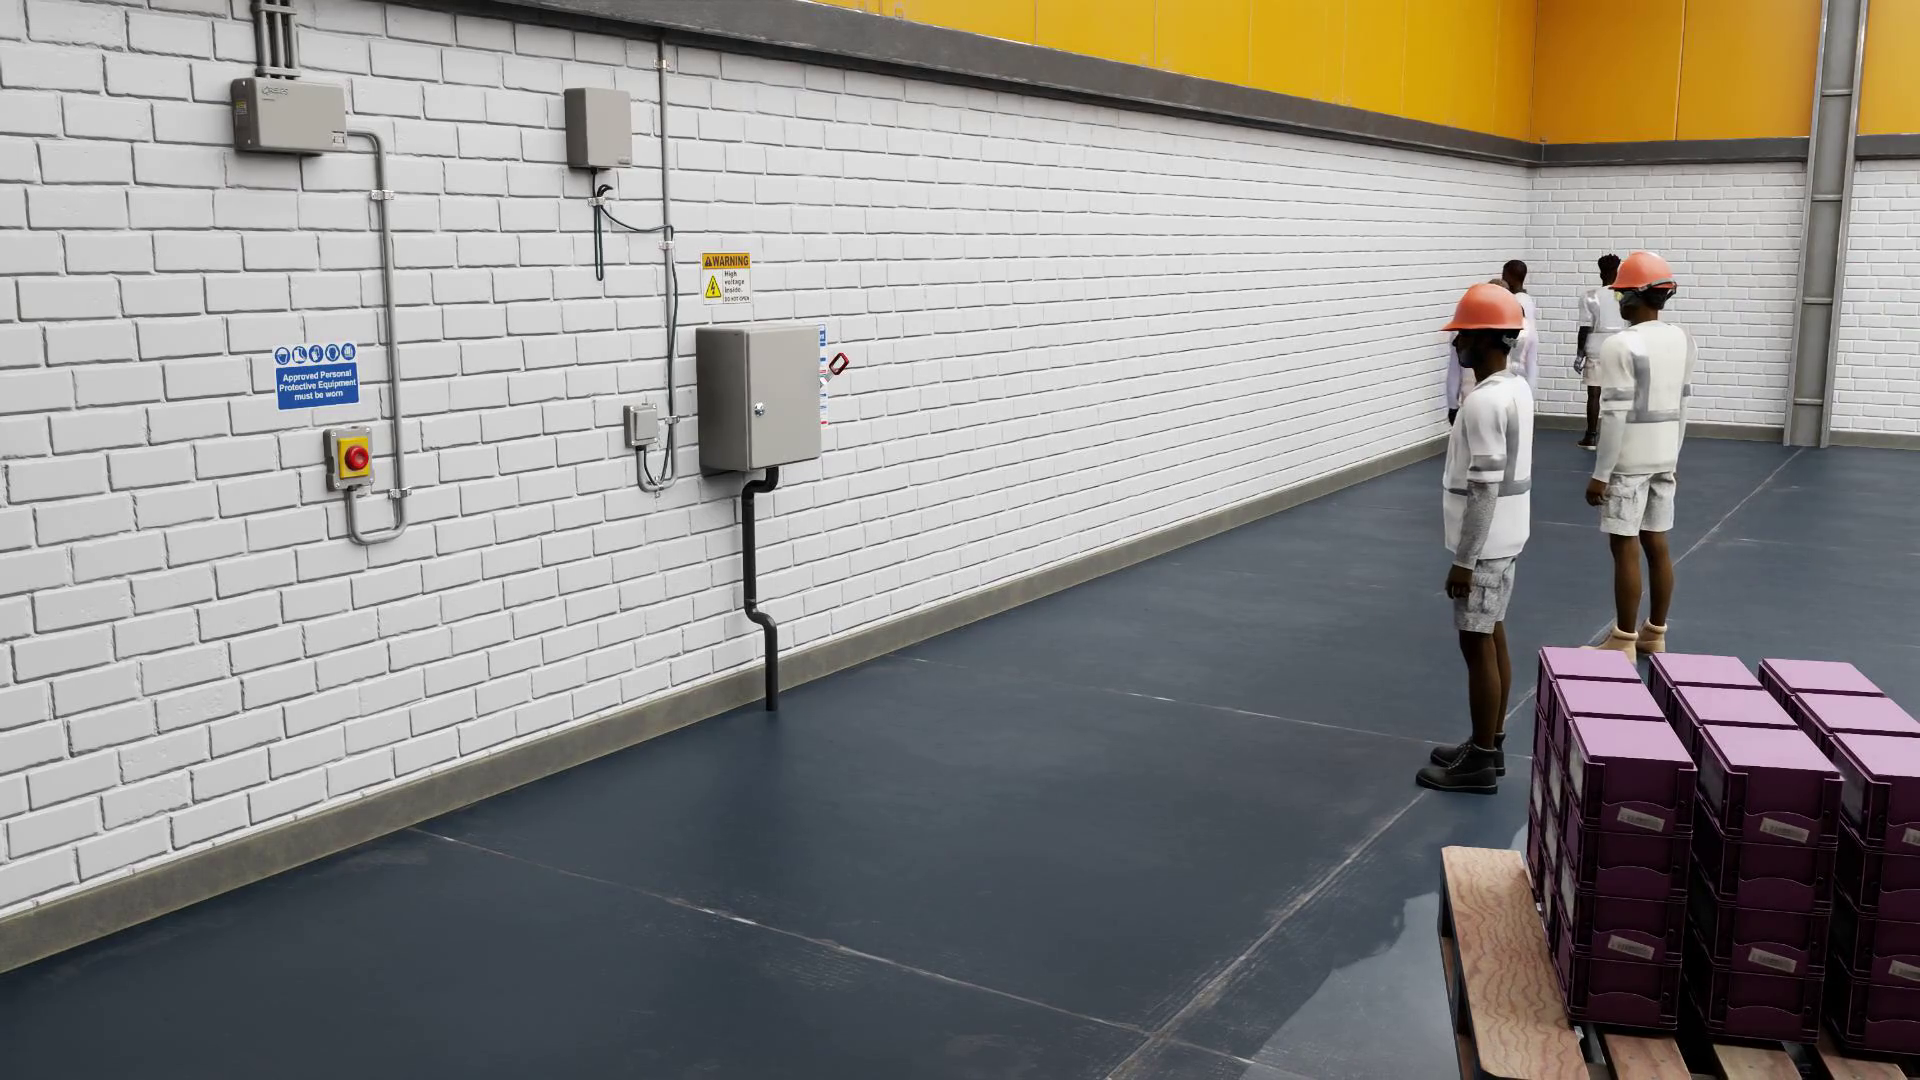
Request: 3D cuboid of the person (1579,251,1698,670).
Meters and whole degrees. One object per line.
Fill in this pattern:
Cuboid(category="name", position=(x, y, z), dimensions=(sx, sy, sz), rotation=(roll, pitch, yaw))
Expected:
Cuboid(category="person", position=(3.307, -0.382, 8.177), dimensions=(0.609, 2.044, 0.395), rotation=(-6, 12, -30))

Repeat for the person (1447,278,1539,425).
Cuboid(category="person", position=(3.913, -1.005, 12.249), dimensions=(0.634, 1.827, 0.474), rotation=(4, 11, 21))

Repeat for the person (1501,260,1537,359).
Cuboid(category="person", position=(5.246, -1.676, 15.697), dimensions=(0.371, 1.916, 0.597), rotation=(4, 11, 20))

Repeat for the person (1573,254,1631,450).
Cuboid(category="person", position=(6.483, -1.882, 16.712), dimensions=(0.607, 1.962, 0.373), rotation=(0, 10, 2))

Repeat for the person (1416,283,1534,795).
Cuboid(category="person", position=(1.974, 0.001, 6.349), dimensions=(0.360, 1.938, 0.546), rotation=(5, 12, 28))
